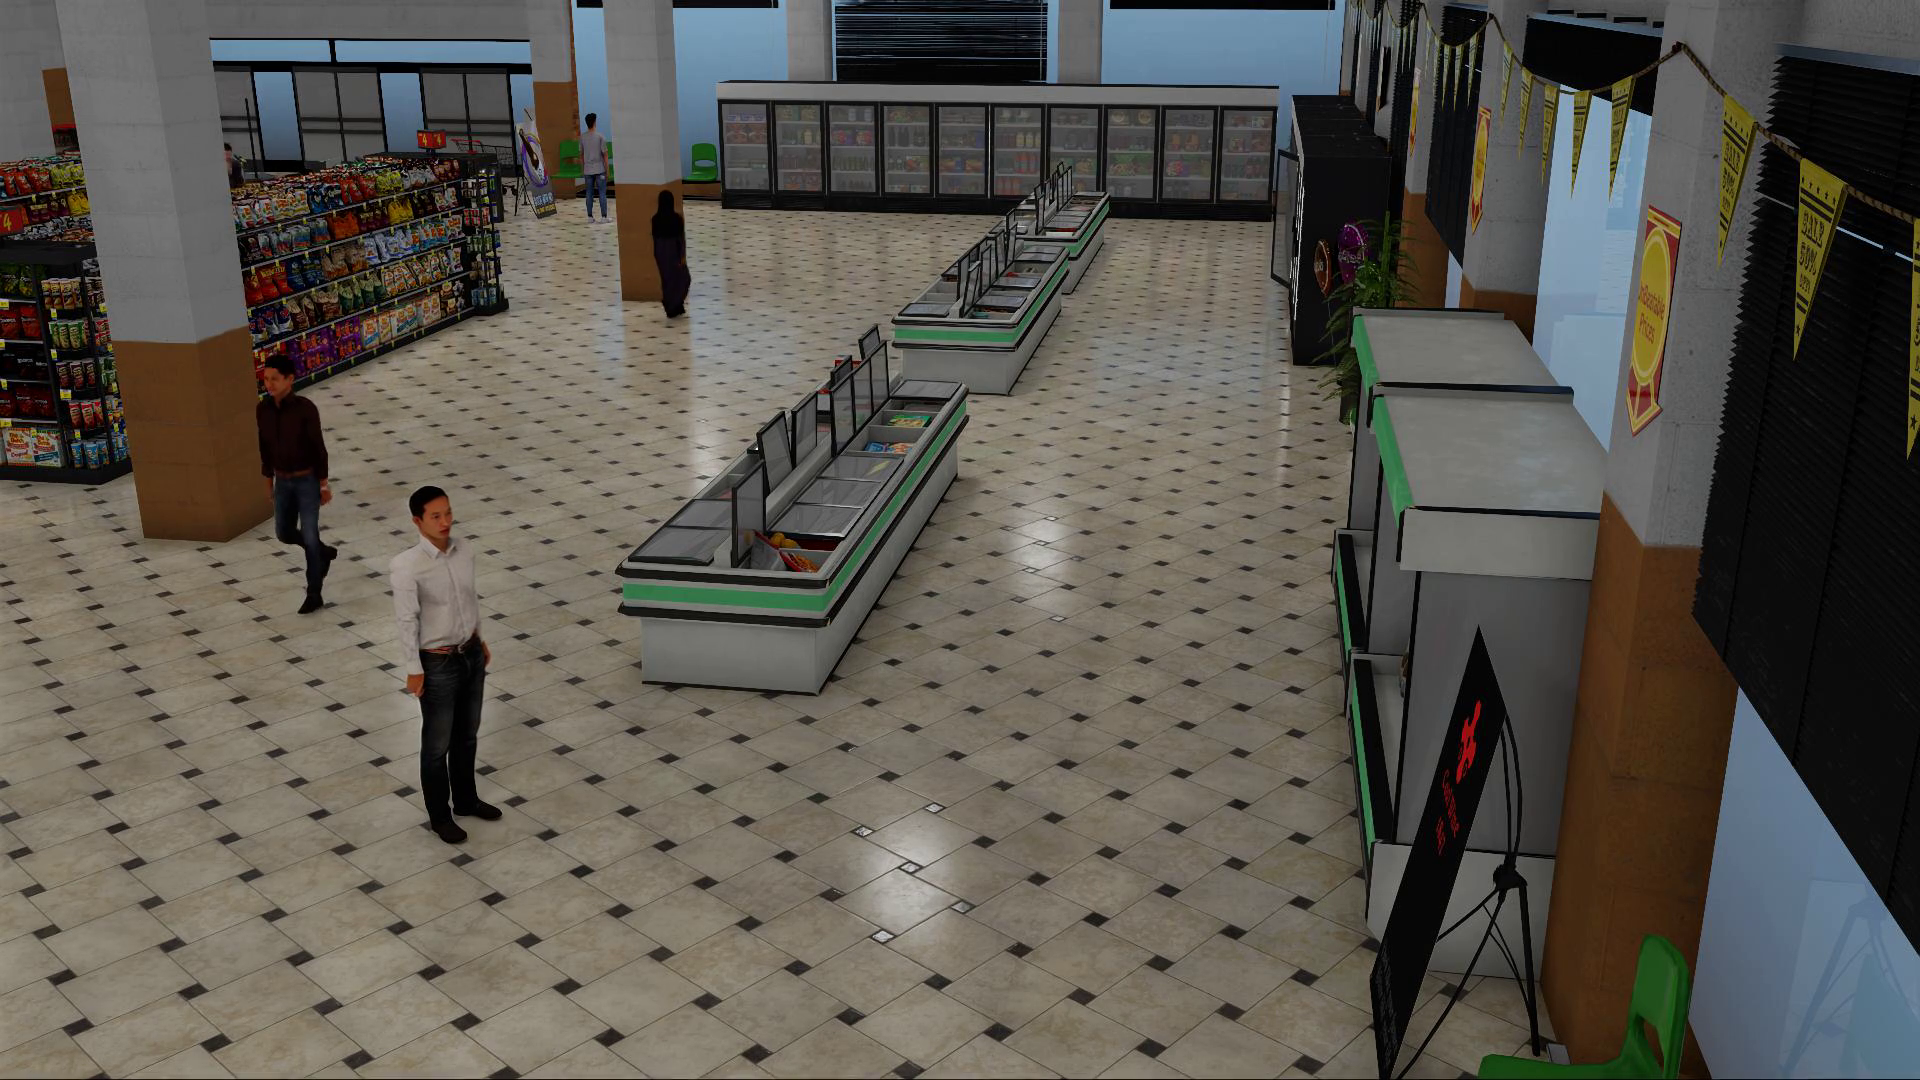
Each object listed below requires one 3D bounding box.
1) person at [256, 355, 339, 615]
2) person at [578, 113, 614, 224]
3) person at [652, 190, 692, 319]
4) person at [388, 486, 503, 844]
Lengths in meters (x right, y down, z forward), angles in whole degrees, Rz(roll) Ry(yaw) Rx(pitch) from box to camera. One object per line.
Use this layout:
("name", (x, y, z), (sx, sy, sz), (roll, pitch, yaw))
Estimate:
("person", (-4.433, -0.406, 11.281), (0.644, 1.767, 0.841), (3, 19, 10))
("person", (-6.451, -6.553, 29.325), (0.665, 1.886, 0.532), (3, 19, 9))
("person", (-3.687, -3.578, 20.942), (0.648, 1.605, 0.845), (5, 19, 15))
("person", (-2.551, 0.592, 8.254), (0.795, 1.810, 0.612), (10, 21, 28))
